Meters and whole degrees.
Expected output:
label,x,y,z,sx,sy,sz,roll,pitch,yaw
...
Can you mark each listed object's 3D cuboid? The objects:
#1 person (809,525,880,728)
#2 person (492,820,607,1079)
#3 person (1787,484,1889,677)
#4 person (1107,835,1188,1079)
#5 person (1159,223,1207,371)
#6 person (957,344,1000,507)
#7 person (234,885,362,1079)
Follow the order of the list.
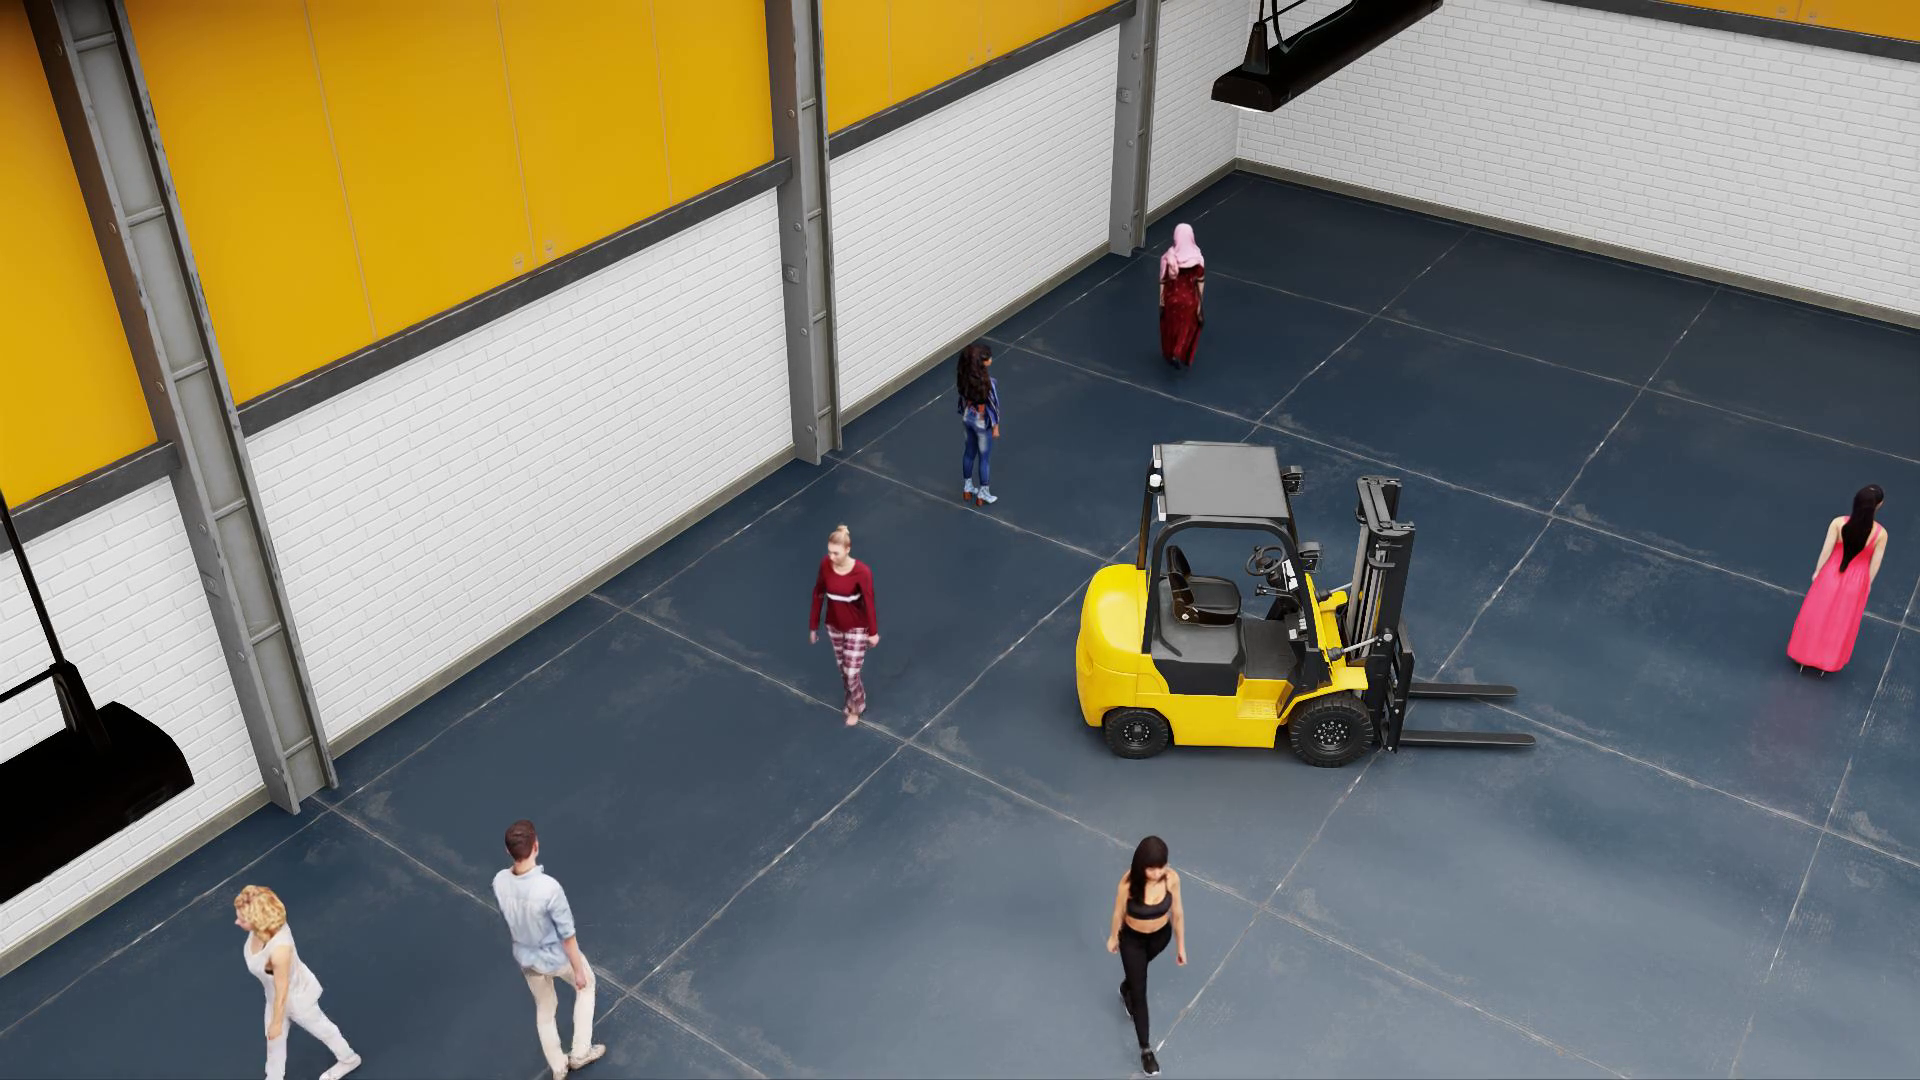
label,x,y,z,sx,sy,sz,roll,pitch,yaw
person,-0.820,0.604,12.617,0.707,1.694,0.687,15,36,21
person,-2.468,2.484,9.673,0.795,1.821,0.741,15,36,21
person,6.903,0.324,13.004,0.627,1.732,0.585,18,37,25
person,1.094,2.343,10.076,1.031,1.611,1.053,-8,34,-11
person,2.298,-2.504,17.350,0.817,1.631,0.913,9,35,13
person,0.173,-1.070,15.205,0.649,1.617,0.604,29,43,36
person,-3.794,2.596,9.669,0.997,1.640,0.757,-24,41,-32
